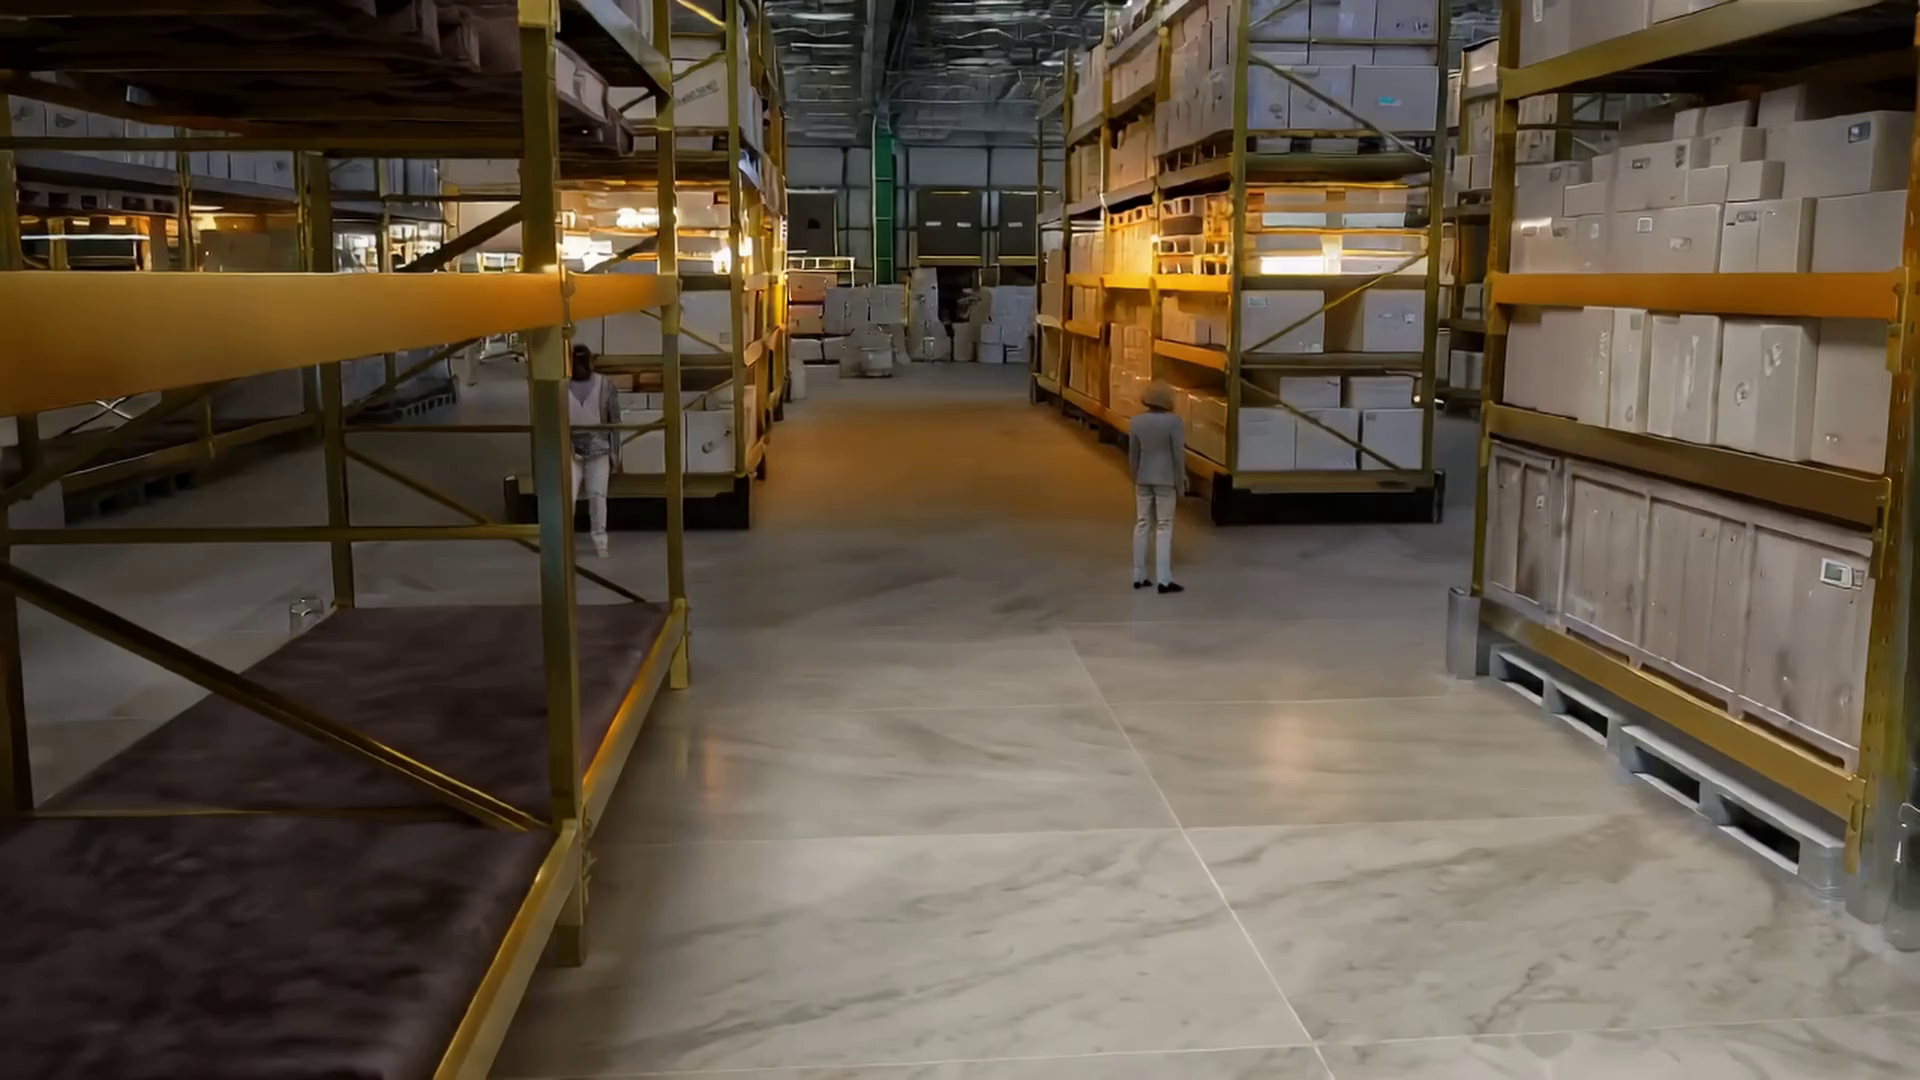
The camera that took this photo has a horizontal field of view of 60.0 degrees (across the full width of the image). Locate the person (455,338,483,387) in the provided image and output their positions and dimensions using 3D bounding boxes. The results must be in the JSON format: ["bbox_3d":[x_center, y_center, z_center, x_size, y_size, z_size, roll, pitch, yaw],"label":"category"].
[{"bbox_3d":[-10.493,-4.043,35.488,0.526,1.604,0.787,0,9,-2],"label":"person"}]

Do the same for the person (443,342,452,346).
[{"bbox_3d":[-11.141,-4.171,35.509,0.641,1.859,0.737,-5,10,-28],"label":"person"}]

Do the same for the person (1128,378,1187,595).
[{"bbox_3d":[1.494,-0.406,12.583,0.507,1.632,0.268,8,12,42],"label":"person"}]

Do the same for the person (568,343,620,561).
[{"bbox_3d":[-3.163,-0.729,13.957,0.622,1.845,0.430,-2,9,-13],"label":"person"}]

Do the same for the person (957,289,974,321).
[{"bbox_3d":[0.190,-7.667,57.269,0.590,1.923,0.384,0,9,-2],"label":"person"}]

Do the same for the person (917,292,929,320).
[{"bbox_3d":[-1.227,-6.490,49.941,0.991,1.894,0.655,0,9,0],"label":"person"}]
